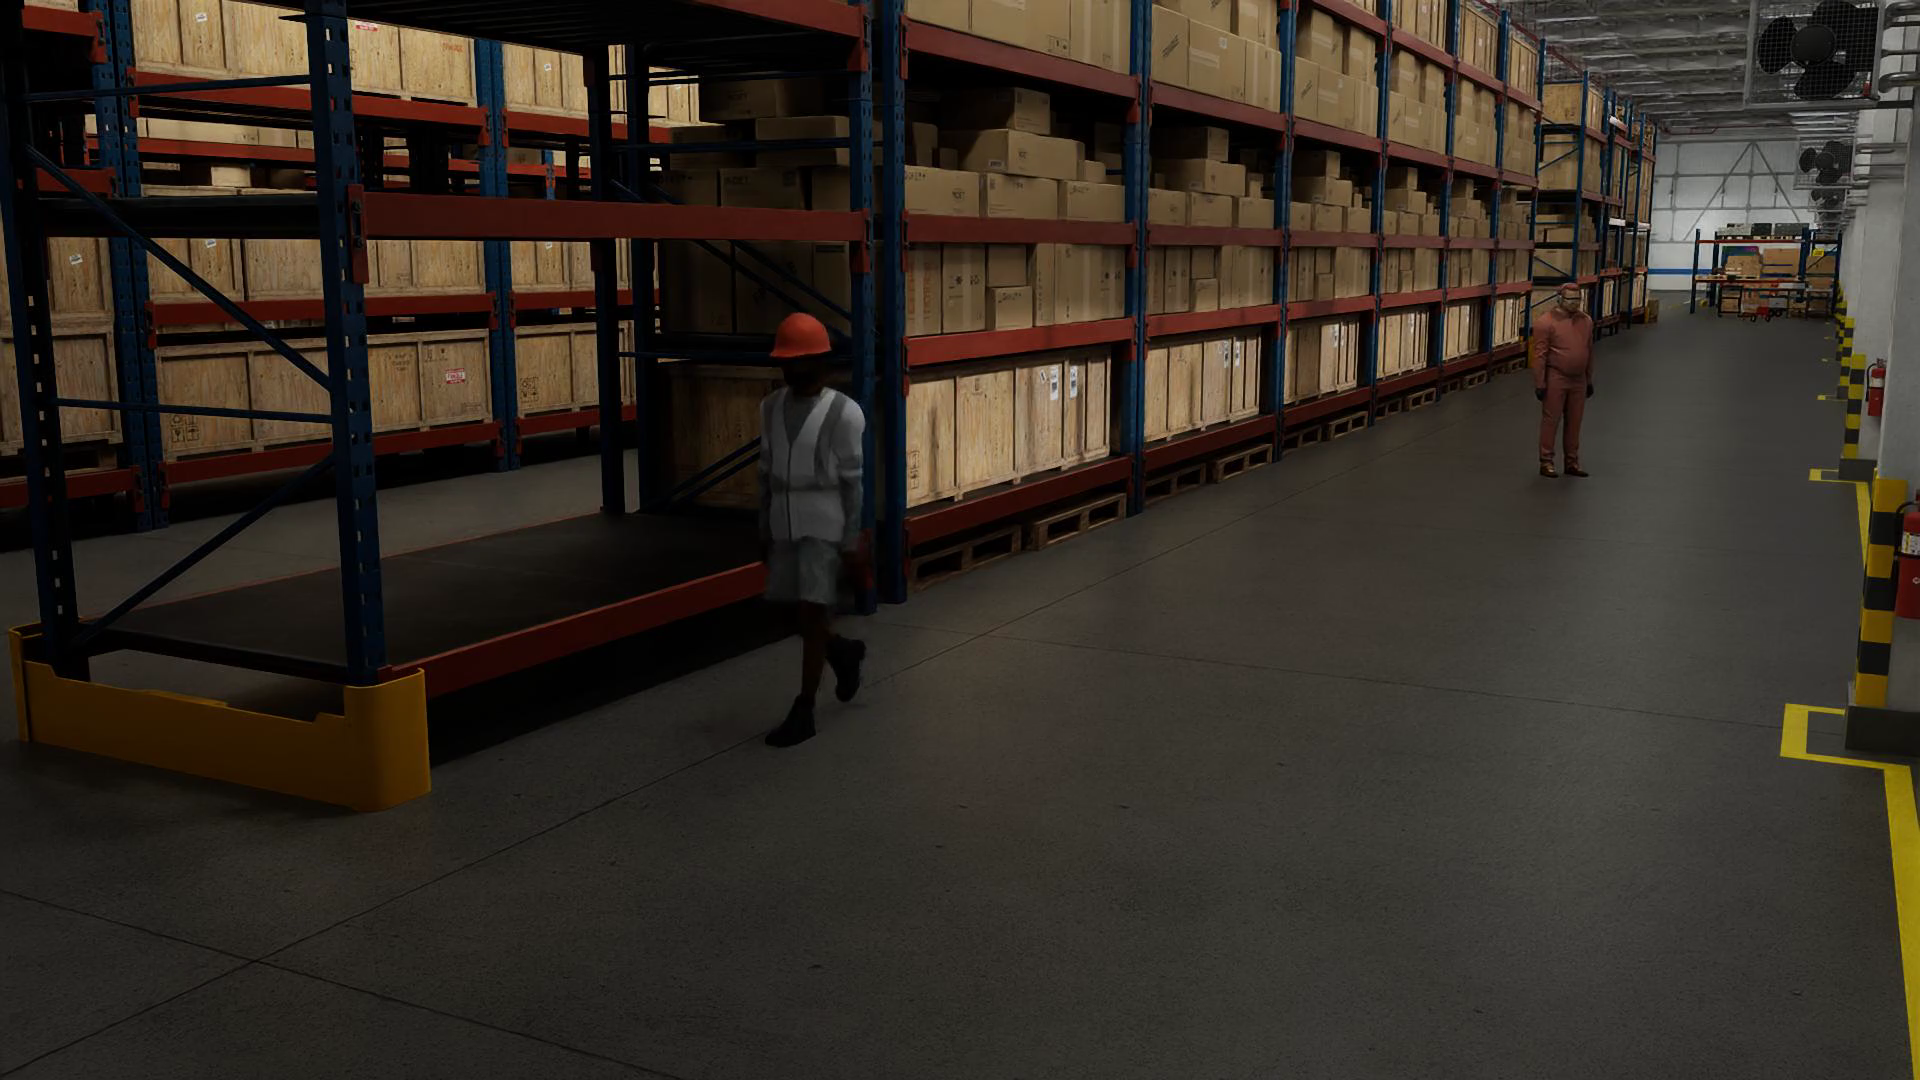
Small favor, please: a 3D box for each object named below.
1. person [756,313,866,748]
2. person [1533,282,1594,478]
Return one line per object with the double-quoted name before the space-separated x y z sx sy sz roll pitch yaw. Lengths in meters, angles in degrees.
"person" -0.649 -0.063 7.489 0.559 1.922 0.693 6 12 32
"person" 5.878 -1.548 16.174 0.653 1.894 0.401 -3 10 -17
